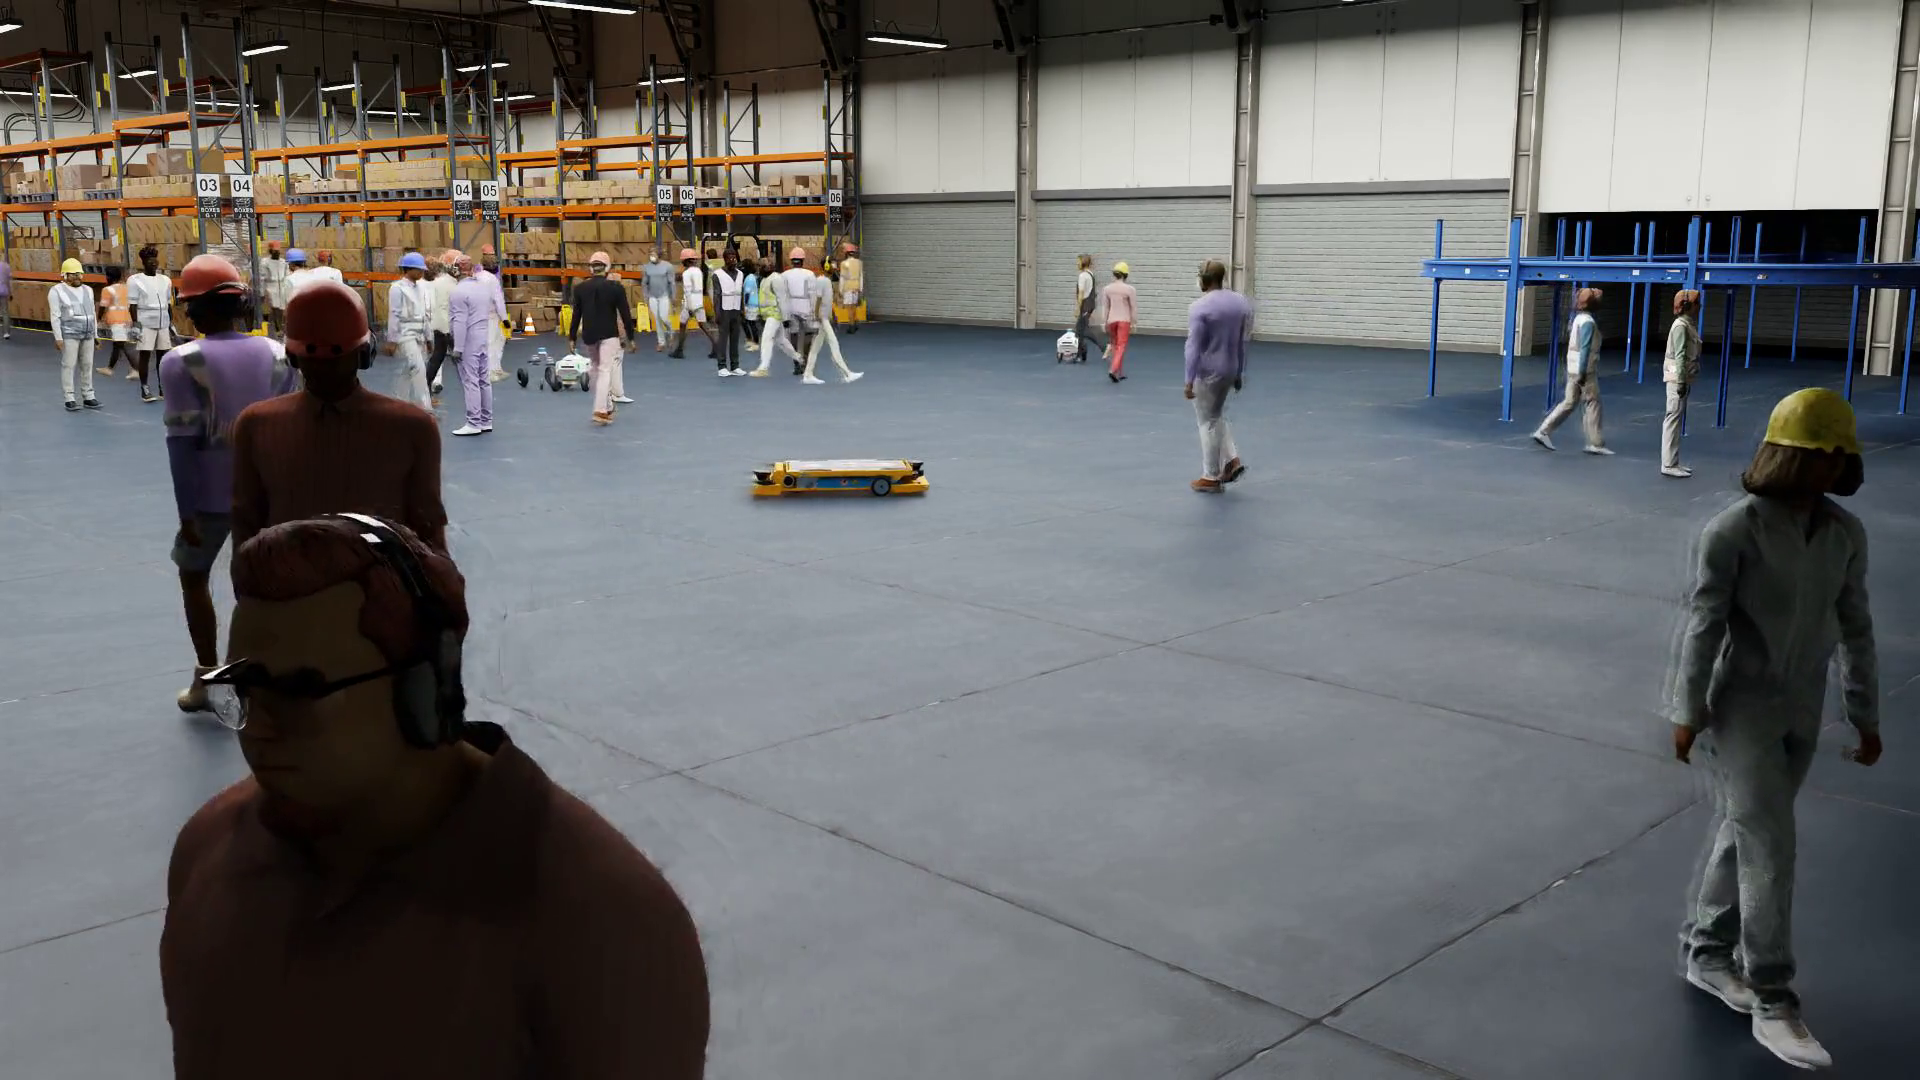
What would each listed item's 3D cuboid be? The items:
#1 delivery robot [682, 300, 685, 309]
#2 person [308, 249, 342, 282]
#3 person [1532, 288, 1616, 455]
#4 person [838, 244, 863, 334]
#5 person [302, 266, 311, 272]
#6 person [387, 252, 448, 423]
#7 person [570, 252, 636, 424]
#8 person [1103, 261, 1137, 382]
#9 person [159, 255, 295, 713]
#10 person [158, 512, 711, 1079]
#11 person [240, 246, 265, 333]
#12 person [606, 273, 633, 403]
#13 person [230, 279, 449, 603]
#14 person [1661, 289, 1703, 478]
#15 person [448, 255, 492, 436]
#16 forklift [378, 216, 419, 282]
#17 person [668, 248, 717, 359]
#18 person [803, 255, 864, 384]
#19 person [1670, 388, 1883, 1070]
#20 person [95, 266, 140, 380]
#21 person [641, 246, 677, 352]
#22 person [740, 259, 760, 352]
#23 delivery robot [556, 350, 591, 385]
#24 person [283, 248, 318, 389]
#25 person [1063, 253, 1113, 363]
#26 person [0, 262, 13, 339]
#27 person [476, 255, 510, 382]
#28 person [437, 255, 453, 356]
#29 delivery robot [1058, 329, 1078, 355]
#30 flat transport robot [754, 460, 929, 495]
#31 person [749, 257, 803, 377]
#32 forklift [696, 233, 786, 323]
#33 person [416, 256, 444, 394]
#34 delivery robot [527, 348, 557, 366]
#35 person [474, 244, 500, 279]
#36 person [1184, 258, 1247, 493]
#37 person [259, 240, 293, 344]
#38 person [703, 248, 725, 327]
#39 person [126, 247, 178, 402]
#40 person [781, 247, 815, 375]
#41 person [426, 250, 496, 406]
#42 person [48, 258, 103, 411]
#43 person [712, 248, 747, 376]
[{"bbox_3d":[-7.251,-6.036,42.860,0.707,0.478,0.477,10,14,42],"label":"delivery robot"},{"bbox_3d":[-10.172,-3.724,26.759,0.584,1.882,0.337,1,10,3],"label":"person"},{"bbox_3d":[6.016,-1.647,16.233,0.759,1.623,0.519,2,11,9],"label":"person"},{"bbox_3d":[-2.407,-5.455,36.082,0.569,1.924,0.496,-8,13,-38],"label":"person"},{"bbox_3d":[-10.788,-3.680,27.271,0.626,1.610,0.297,3,11,17],"label":"person"},{"bbox_3d":[-6.033,-2.242,18.608,0.857,1.907,0.633,2,11,9],"label":"person"},{"bbox_3d":[-4.061,-2.295,18.883,0.680,1.924,1.068,1,10,8],"label":"person"},{"bbox_3d":[2.323,-3.190,24.311,0.532,1.764,0.704,7,12,33],"label":"person"},{"bbox_3d":[-3.231,-0.223,7.295,0.653,2.025,0.619,9,14,40],"label":"person"},{"bbox_3d":[-0.552,0.886,1.704,0.666,1.853,0.991,4,11,21],"label":"person"},{"bbox_3d":[-14.641,-5.108,34.285,0.573,1.888,0.962,-7,12,-33],"label":"person"},{"bbox_3d":[-4.385,-2.561,21.090,0.307,1.641,0.511,-7,13,-35],"label":"person"},{"bbox_3d":[-1.819,0.233,4.906,0.611,1.986,0.393,-2,11,-11],"label":"person"},{"bbox_3d":[6.363,-1.388,14.679,0.309,1.645,0.514,5,11,25],"label":"person"},{"bbox_3d":[-5.239,-2.072,17.710,0.402,1.904,0.639,2,11,12],"label":"person"},{"bbox_3d":[-17.868,-9.201,54.028,1.873,2.768,1.129,-10,14,-44],"label":"forklift"},{"bbox_3d":[-4.561,-4.074,28.673,0.991,1.896,0.558,5,12,26],"label":"person"},{"bbox_3d":[-1.825,-3.126,23.676,0.961,1.822,0.556,1,10,6],"label":"person"},{"bbox_3d":[2.186,0.472,4.306,0.512,1.713,0.738,-4,11,-18],"label":"person"},{"bbox_3d":[-12.435,-3.187,24.447,0.878,1.651,0.552,2,11,9],"label":"person"},{"bbox_3d":[-5.502,-4.404,30.385,0.643,1.915,0.469,3,11,15],"label":"person"},{"bbox_3d":[-3.871,-4.262,30.218,0.489,1.677,0.559,-1,10,-4],"label":"person"},{"bbox_3d":[-5.335,-2.386,22.955,0.477,0.478,0.707,0,10,0],"label":"delivery robot"},{"bbox_3d":[-8.944,-2.989,22.636,0.437,1.934,0.627,5,12,26],"label":"person"},{"bbox_3d":[2.137,-3.848,27.616,0.800,1.826,0.526,3,11,18],"label":"person"},{"bbox_3d":[-19.783,-5.074,34.168,0.592,1.876,1.006,-7,13,-34],"label":"person"},{"bbox_3d":[-6.789,-3.227,24.237,0.605,1.822,0.660,-6,12,-31],"label":"person"},{"bbox_3d":[-9.098,-4.148,29.401,0.328,1.765,0.528,-4,11,-20],"label":"person"},{"bbox_3d":[1.858,-3.315,28.019,0.477,0.478,0.707,2,11,12],"label":"delivery robot"},{"bbox_3d":[-0.996,-0.532,13.874,1.431,0.197,0.652,-1,10,-6],"label":"flat transport robot"},{"bbox_3d":[-2.744,-3.379,25.170,0.928,1.795,0.652,-4,11,-20],"label":"person"},{"bbox_3d":[-5.496,-6.489,41.108,2.313,2.155,1.214,-10,14,-44],"label":"forklift"},{"bbox_3d":[-7.098,-2.866,22.241,0.608,1.816,1.023,-4,11,-19],"label":"person"},{"bbox_3d":[-5.854,-2.580,23.300,0.335,0.223,0.698,-8,13,-36],"label":"delivery robot"},{"bbox_3d":[-9.133,-4.767,32.305,0.371,1.935,0.551,9,14,40],"label":"person"},{"bbox_3d":[2.078,-1.361,13.761,0.654,1.922,0.435,-9,14,-40],"label":"person"},{"bbox_3d":[-13.261,-4.824,32.439,0.639,1.995,1.003,-9,14,-42],"label":"person"},{"bbox_3d":[-5.732,-5.869,38.703,0.659,1.796,0.846,-7,12,-33],"label":"person"},{"bbox_3d":[-10.339,-2.768,21.322,0.371,1.966,0.608,6,12,30],"label":"person"},{"bbox_3d":[-2.459,-3.510,25.480,0.569,1.923,0.496,1,10,8],"label":"person"},{"bbox_3d":[-6.309,-2.612,20.577,1.042,1.931,0.625,3,11,16],"label":"person"},{"bbox_3d":[-10.746,-2.504,20.250,0.403,1.830,0.601,5,11,25],"label":"person"},{"bbox_3d":[-3.504,-3.445,25.177,0.376,1.912,0.589,8,13,37],"label":"person"}]
